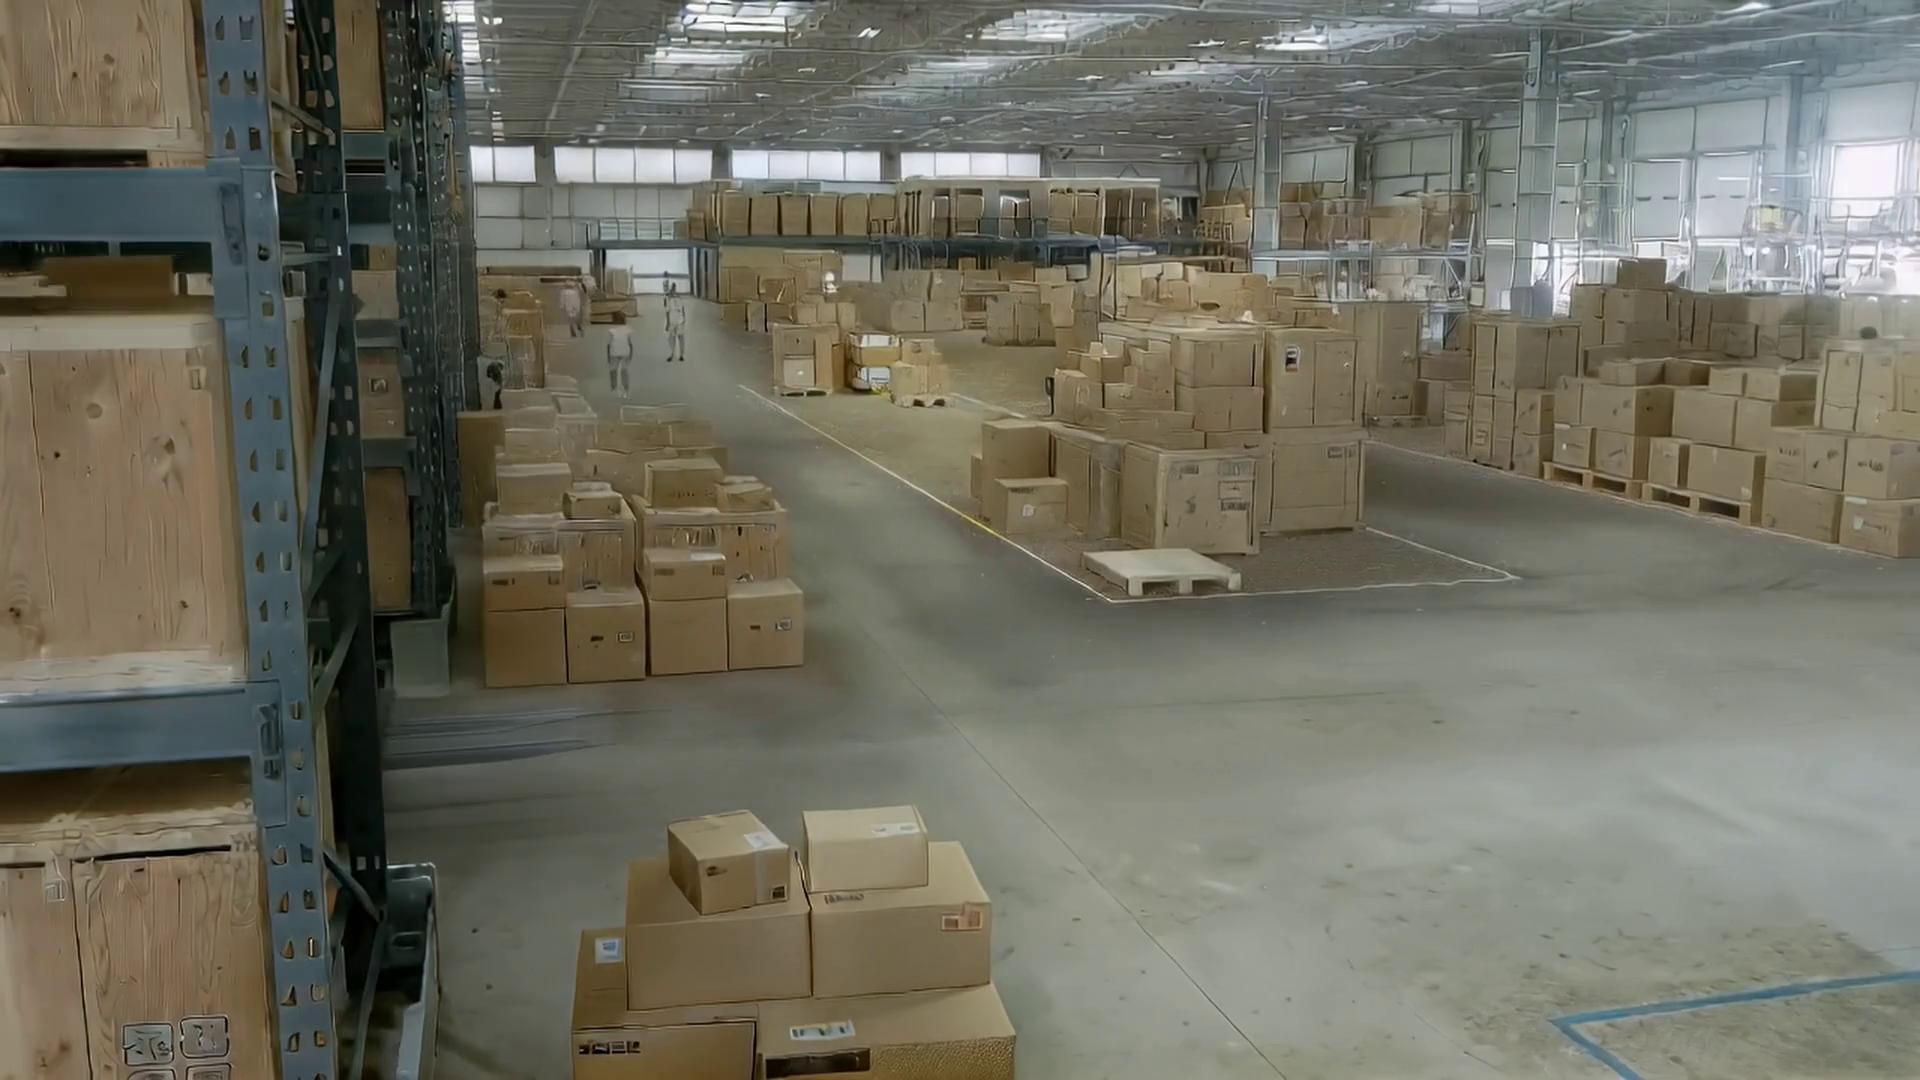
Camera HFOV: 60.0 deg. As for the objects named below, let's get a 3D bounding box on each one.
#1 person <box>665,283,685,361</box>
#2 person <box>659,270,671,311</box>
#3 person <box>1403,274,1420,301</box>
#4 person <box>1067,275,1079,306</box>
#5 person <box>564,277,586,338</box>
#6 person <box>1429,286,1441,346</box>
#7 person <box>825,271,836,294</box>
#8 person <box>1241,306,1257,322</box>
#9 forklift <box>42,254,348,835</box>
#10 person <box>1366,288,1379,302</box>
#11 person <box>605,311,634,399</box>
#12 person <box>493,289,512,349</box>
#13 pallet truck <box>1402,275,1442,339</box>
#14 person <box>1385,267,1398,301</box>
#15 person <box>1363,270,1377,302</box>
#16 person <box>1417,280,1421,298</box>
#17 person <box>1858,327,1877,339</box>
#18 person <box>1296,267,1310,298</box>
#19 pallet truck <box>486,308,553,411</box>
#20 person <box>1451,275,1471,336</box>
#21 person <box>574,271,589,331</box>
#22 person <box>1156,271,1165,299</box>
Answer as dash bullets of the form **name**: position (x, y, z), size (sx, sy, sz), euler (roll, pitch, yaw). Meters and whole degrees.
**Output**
- **person**: position (-7.134, -5.449, 41.616), size (0.361, 1.965, 0.613), euler (8, 13, 38)
- **person**: position (-13.053, -11.058, 73.725), size (0.594, 1.831, 0.972), euler (0, 10, 1)
- **person**: position (15.495, -8.154, 57.074), size (0.600, 1.914, 0.616), euler (8, 13, 37)
- **person**: position (3.936, -8.573, 59.626), size (0.570, 1.848, 0.685), euler (-3, 11, -18)
- **person**: position (-12.105, -7.283, 52.217), size (0.567, 1.886, 0.946), euler (-7, 12, -34)
- **person**: position (13.685, -6.444, 47.890), size (0.325, 1.740, 0.492), euler (6, 12, 31)
- **person**: position (-4.488, -8.282, 57.485), size (0.410, 2.035, 0.601), euler (1, 10, 3)
- **person**: position (4.518, -2.704, 26.156), size (0.551, 1.935, 0.373), euler (-4, 11, -21)
- **forklift**: position (-3.994, 0.016, 8.085), size (1.873, 2.768, 1.129), euler (-3, 10, -15)
- **person**: position (10.185, -5.336, 41.319), size (0.505, 1.846, 0.346), euler (-7, 12, -35)
- **person**: position (-6.435, -3.494, 31.444), size (0.540, 1.646, 0.854), euler (-3, 10, -17)
- **person**: position (-12.860, -6.226, 46.820), size (0.548, 1.679, 0.383), euler (4, 11, 24)
- **pallet truck**: position (14.620, -7.324, 52.145), size (0.823, 1.965, 1.885), euler (8, 13, 40)
- **person**: position (20.205, -11.797, 77.692), size (1.072, 1.938, 0.603), euler (8, 13, 39)
- **person**: position (17.324, -10.477, 70.288), size (0.612, 1.907, 0.991), euler (6, 12, 30)
- **person**: position (16.540, -8.677, 60.728), size (0.540, 1.676, 0.560), euler (-2, 10, -11)
- **person**: position (11.170, -1.659, 20.385), size (0.579, 1.887, 0.859), euler (-2, 10, -12)
- **person**: position (16.654, -12.305, 80.749), size (0.600, 1.863, 0.978), euler (-3, 10, -15)
- **pallet truck**: position (-6.242, -2.418, 24.362), size (0.823, 1.965, 1.885), euler (1, 10, 3)
- **person**: position (15.934, -7.438, 52.926), size (1.008, 1.941, 0.613), euler (8, 13, 38)
- **person**: position (-12.880, -8.109, 56.466), size (0.536, 2.000, 0.676), euler (-3, 10, -17)
- **person**: position (7.721, -9.370, 63.957), size (0.379, 1.920, 0.594), euler (-2, 10, -13)
